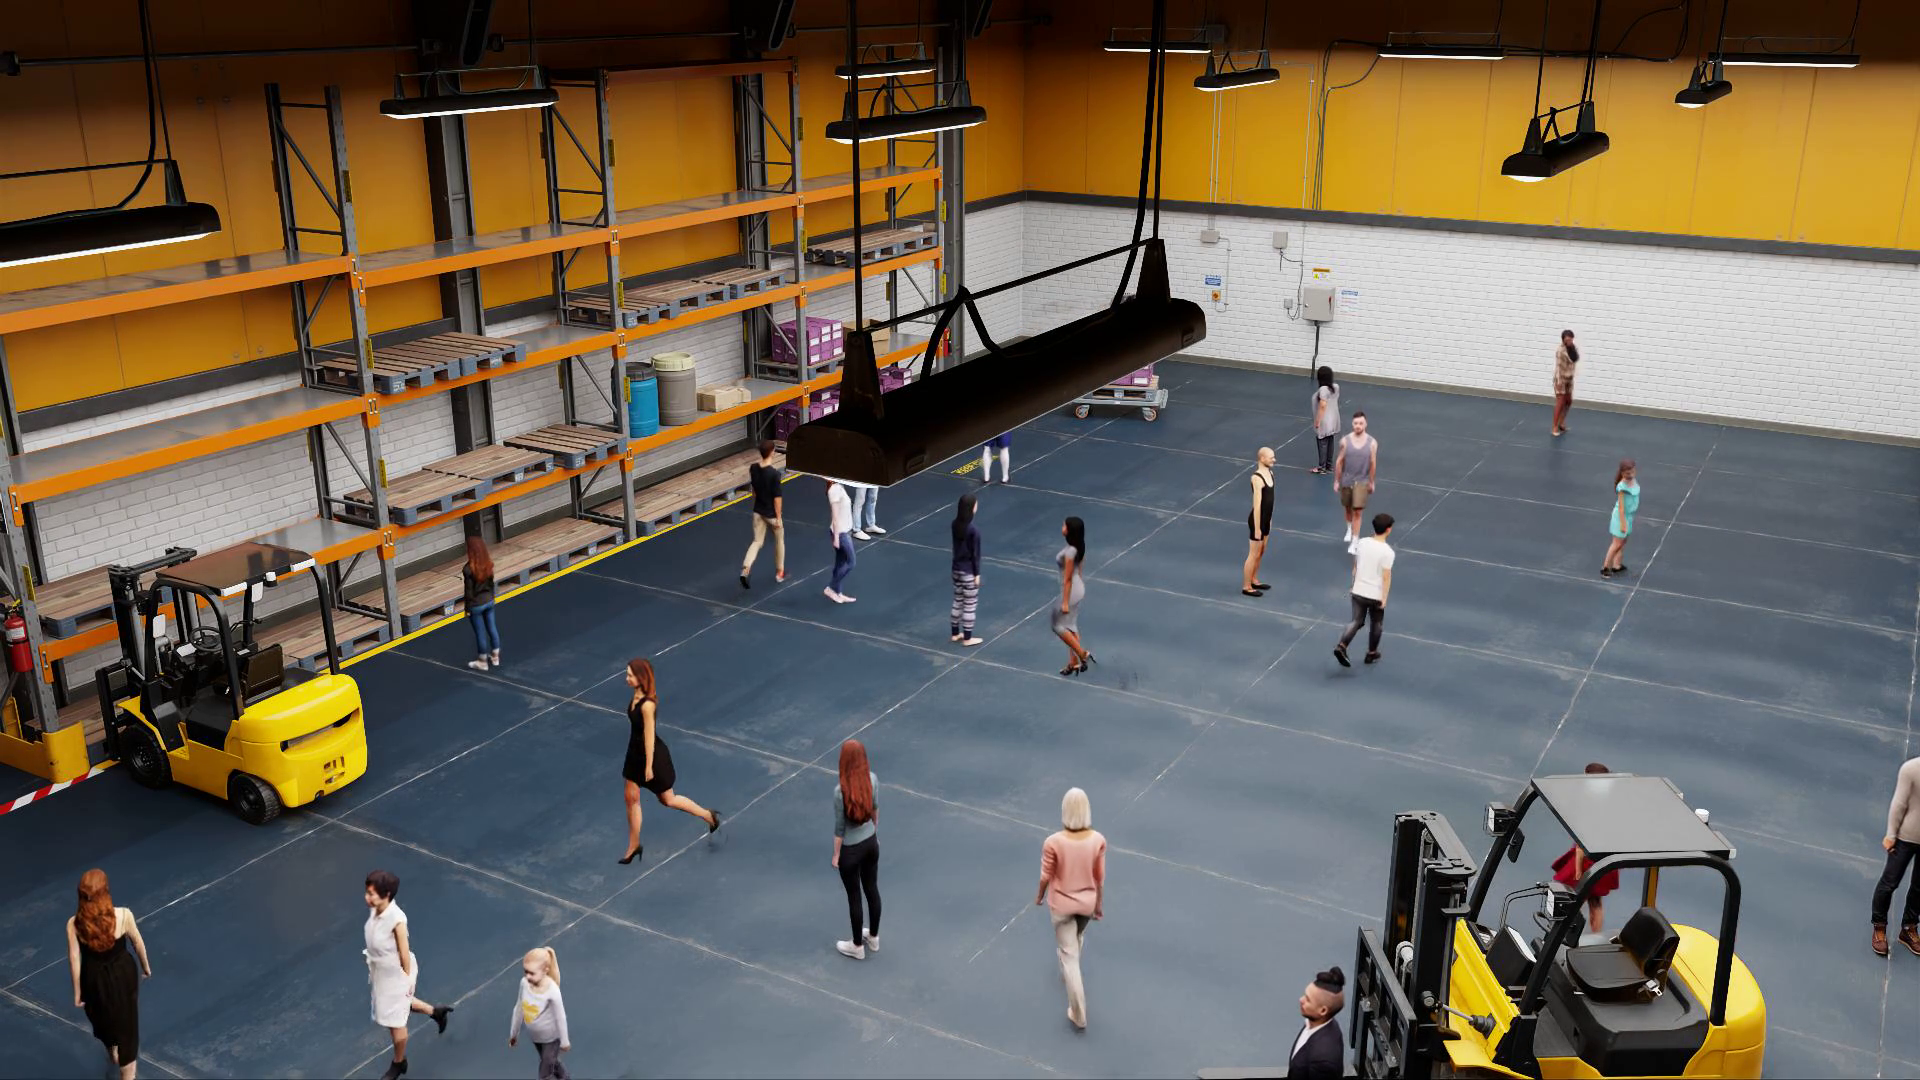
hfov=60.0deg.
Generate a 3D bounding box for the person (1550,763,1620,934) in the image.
[{"bbox_3d":[4.758,2.412,12.388,0.705,1.537,0.753,-10,21,-27],"label":"person"}]

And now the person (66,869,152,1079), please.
[{"bbox_3d":[-5.508,2.927,10.767,0.998,1.596,0.992,-8,20,-23],"label":"person"}]

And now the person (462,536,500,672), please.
[{"bbox_3d":[-5.088,0.658,17.680,0.613,1.483,0.443,11,21,29],"label":"person"}]

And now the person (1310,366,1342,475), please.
[{"bbox_3d":[5.457,-1.802,24.789,0.736,1.608,0.643,15,24,38],"label":"person"}]

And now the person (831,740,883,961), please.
[{"bbox_3d":[-0.766,2.301,12.397,0.566,1.742,0.709,-16,24,-39],"label":"person"}]

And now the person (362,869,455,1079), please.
[{"bbox_3d":[-3.702,2.853,11.069,0.670,1.543,0.892,17,25,41],"label":"person"}]

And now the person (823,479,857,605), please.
[{"bbox_3d":[-1.488,-0.069,19.456,0.774,1.728,0.710,-1,19,-4],"label":"person"}]

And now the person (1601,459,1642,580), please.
[{"bbox_3d":[8.159,-0.300,20.441,0.786,1.538,0.506,7,20,20],"label":"person"}]

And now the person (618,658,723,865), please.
[{"bbox_3d":[-2.460,1.827,13.705,1.180,1.805,0.996,-9,21,-24],"label":"person"}]

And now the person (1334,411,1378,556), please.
[{"bbox_3d":[5.012,-0.752,21.079,0.785,1.794,1.242,7,20,19],"label":"person"}]

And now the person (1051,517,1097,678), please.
[{"bbox_3d":[1.245,0.624,17.328,0.715,1.772,0.677,7,20,20],"label":"person"}]

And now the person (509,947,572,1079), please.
[{"bbox_3d":[-2.608,3.142,10.660,0.554,1.256,0.842,14,23,35],"label":"person"}]

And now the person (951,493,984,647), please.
[{"bbox_3d":[0.058,0.321,18.292,0.636,1.733,0.671,-15,24,-38],"label":"person"}]

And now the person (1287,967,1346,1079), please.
[{"bbox_3d":[1.993,3.240,9.284,0.837,1.949,0.669,3,19,9],"label":"person"}]

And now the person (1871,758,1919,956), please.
[{"bbox_3d":[7.176,2.222,12.438,0.739,1.866,0.714,1,19,4],"label":"person"}]

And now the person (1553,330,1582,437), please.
[{"bbox_3d":[9.705,-2.523,26.700,0.759,1.756,0.897,-15,24,-38],"label":"person"}]

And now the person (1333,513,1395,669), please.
[{"bbox_3d":[4.279,0.571,17.625,1.087,1.685,0.836,-15,24,-37],"label":"person"}]

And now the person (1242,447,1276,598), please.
[{"bbox_3d":[3.567,-0.230,19.801,0.704,1.813,0.437,9,21,26],"label":"person"}]

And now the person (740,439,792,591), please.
[{"bbox_3d":[-2.370,-0.284,19.930,0.668,1.833,1.099,9,21,26],"label":"person"}]

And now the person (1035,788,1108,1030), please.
[{"bbox_3d":[0.804,2.599,11.620,1.072,1.674,1.165,-4,19,-12],"label":"person"}]
